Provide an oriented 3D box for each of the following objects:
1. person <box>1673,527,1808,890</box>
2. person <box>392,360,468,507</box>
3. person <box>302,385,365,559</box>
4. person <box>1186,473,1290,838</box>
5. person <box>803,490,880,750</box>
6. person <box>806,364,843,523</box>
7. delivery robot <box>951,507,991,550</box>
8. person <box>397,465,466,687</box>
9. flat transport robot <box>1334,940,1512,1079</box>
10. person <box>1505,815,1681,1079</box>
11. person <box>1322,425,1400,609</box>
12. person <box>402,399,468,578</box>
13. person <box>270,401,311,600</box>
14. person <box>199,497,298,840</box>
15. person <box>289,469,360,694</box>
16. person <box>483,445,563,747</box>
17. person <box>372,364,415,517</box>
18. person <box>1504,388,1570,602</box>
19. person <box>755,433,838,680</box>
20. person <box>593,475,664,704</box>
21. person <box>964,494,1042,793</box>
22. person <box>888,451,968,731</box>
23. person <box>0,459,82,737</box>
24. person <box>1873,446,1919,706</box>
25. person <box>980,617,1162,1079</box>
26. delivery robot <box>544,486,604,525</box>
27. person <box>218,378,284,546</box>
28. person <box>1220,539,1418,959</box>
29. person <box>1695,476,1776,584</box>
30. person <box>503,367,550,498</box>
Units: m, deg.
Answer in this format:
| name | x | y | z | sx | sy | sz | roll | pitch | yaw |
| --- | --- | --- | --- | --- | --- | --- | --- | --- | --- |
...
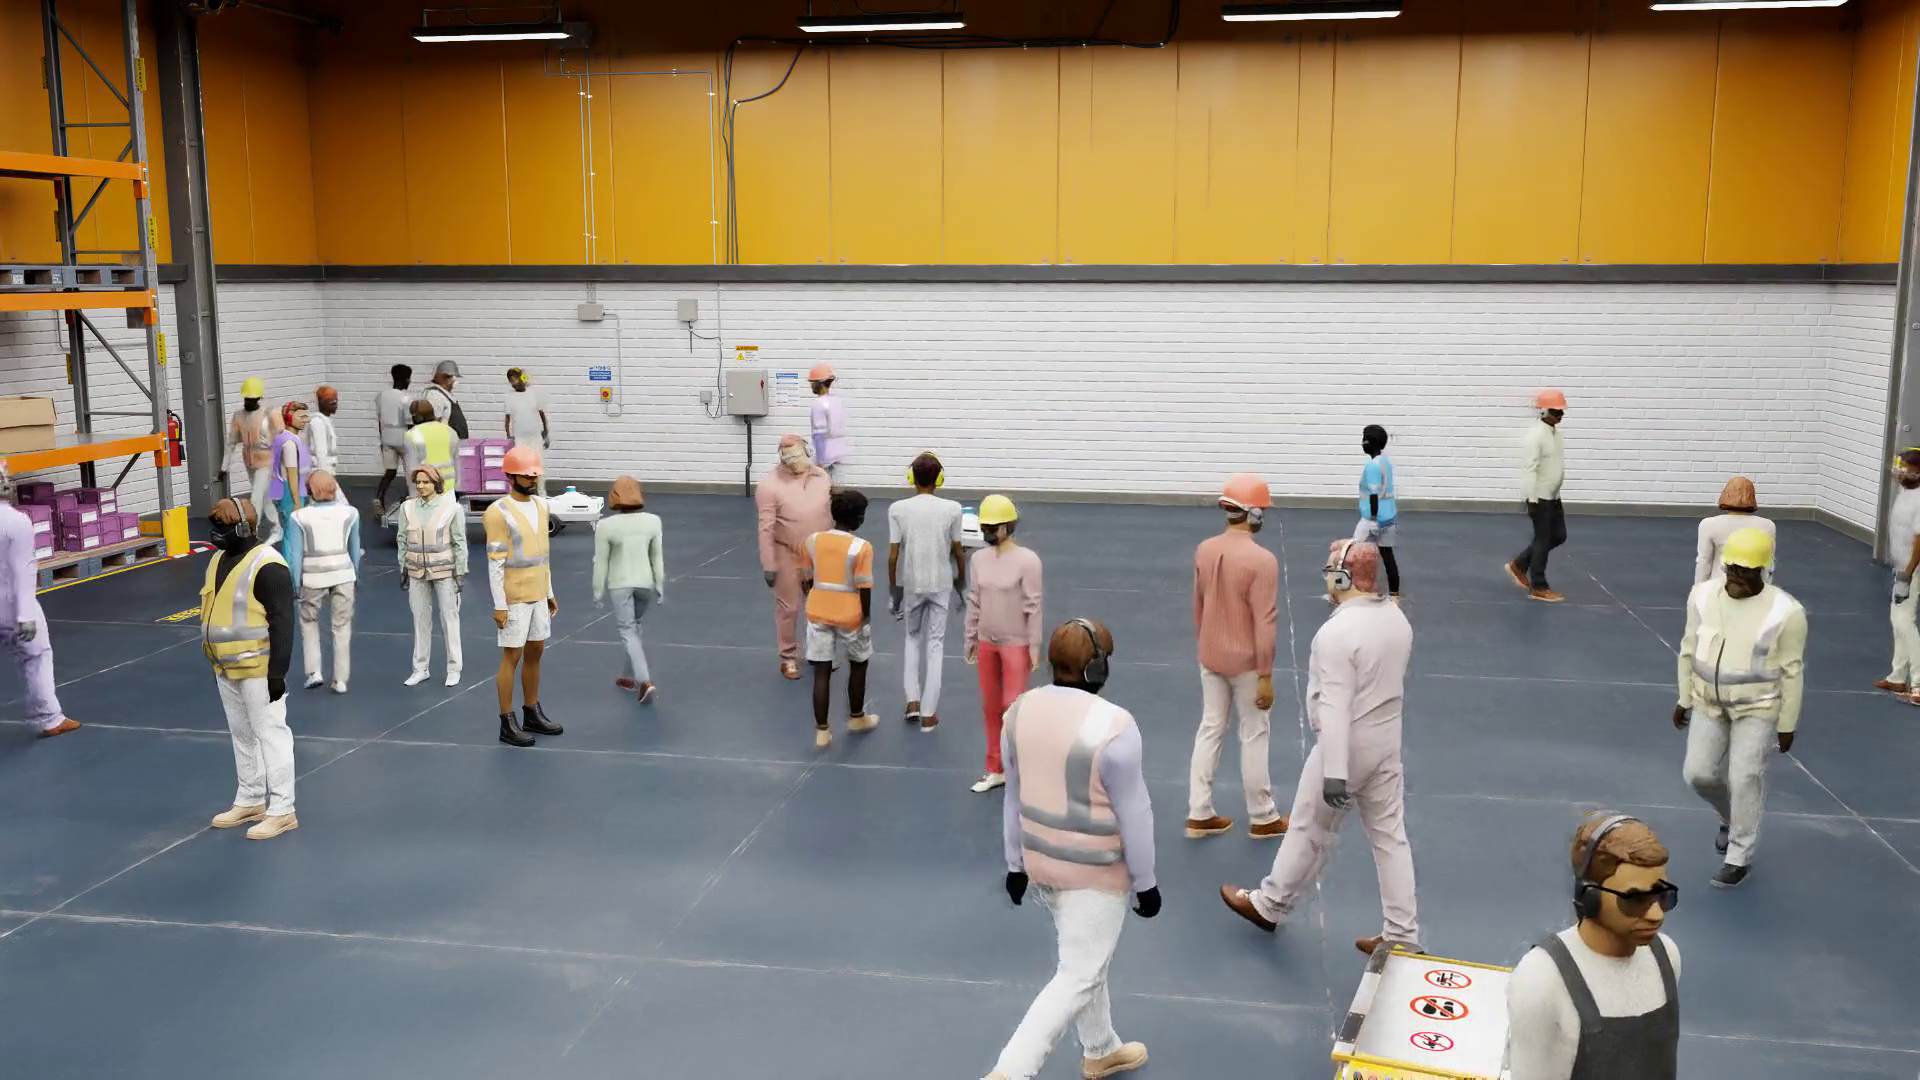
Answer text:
| name | x | y | z | sx | sy | sz | roll | pitch | yaw |
| --- | --- | --- | --- | --- | --- | --- | --- | --- | --- |
| person | 3.870 | 0.808 | 8.263 | 0.524 | 1.807 | 0.606 | -7 | 11 | -37 |
| person | -6.346 | -1.199 | 20.010 | 0.889 | 2.000 | 0.701 | -1 | 9 | -7 |
| person | -6.632 | -0.695 | 17.476 | 0.750 | 1.852 | 0.639 | -2 | 9 | -14 |
| person | 1.495 | 0.626 | 8.892 | 0.508 | 1.991 | 0.622 | -6 | 11 | -33 |
| person | -0.735 | 0.492 | 10.707 | 0.532 | 1.658 | 0.705 | 3 | 10 | 20 |
| person | -1.527 | -0.934 | 18.401 | 0.603 | 2.021 | 0.616 | 4 | 10 | 26 |
| delivery robot | 0.071 | -0.099 | 17.490 | 0.707 | 0.478 | 0.477 | 5 | 10 | 26 |
| person | -3.866 | 0.260 | 12.191 | 0.513 | 1.642 | 0.311 | 1 | 9 | 7 |
| flat transport robot | 1.808 | 1.894 | 6.292 | 0.652 | 0.197 | 1.431 | 4 | 10 | 22 |
| person | 1.457 | 1.516 | 3.804 | 0.515 | 1.829 | 0.399 | -4 | 10 | -21 |
| person | 3.635 | -0.201 | 14.960 | 0.765 | 1.663 | 0.558 | 5 | 10 | 29 |
| person | -5.227 | -0.509 | 16.550 | 0.994 | 1.795 | 0.648 | 8 | 12 | 41 |
| person | -6.210 | -0.368 | 15.467 | 0.390 | 1.841 | 0.564 | -4 | 10 | -24 |
| person | -3.837 | 0.683 | 8.951 | 0.634 | 1.841 | 0.429 | 7 | 11 | 36 |
| person | -4.566 | 0.304 | 11.973 | 0.504 | 1.623 | 0.414 | -6 | 11 | -31 |
| person | -2.792 | 0.348 | 10.729 | 0.369 | 1.935 | 0.552 | 4 | 10 | 25 |
| person | -6.943 | -1.217 | 20.507 | 0.629 | 1.915 | 0.849 | 3 | 10 | 16 |
| person | 5.370 | -0.423 | 15.392 | 0.518 | 1.975 | 0.635 | 8 | 12 | 41 |
| person | -1.219 | 0.124 | 12.342 | 0.670 | 1.867 | 0.483 | -7 | 11 | -36 |
| person | -2.327 | 0.343 | 11.802 | 0.507 | 1.605 | 0.795 | -6 | 11 | -35 |
| person | 0.270 | 0.598 | 9.717 | 0.552 | 1.753 | 0.421 | 8 | 12 | 40 |
| person | -0.203 | 0.330 | 11.117 | 0.518 | 1.847 | 0.580 | 1 | 9 | 5 |
| person | -6.111 | 0.418 | 10.530 | 0.656 | 1.867 | 0.969 | 2 | 9 | 14 |
| person | 6.714 | 0.231 | 11.811 | 0.330 | 1.833 | 0.660 | 3 | 10 | 17 |
| person | 0.371 | 1.181 | 5.968 | 0.886 | 1.816 | 0.619 | -7 | 11 | -36 |
| delivery robot | -4.485 | -0.377 | 19.214 | 0.707 | 0.478 | 0.477 | -1 | 9 | -4 |
| person | -7.654 | -0.819 | 18.148 | 0.677 | 1.884 | 0.796 | 4 | 10 | 24 |
| person | 1.672 | 0.914 | 7.437 | 0.679 | 1.856 | 0.971 | -9 | 13 | -43 |
| person | 5.341 | 0.375 | 11.500 | 0.500 | 1.633 | 0.286 | 3 | 10 | 16 |
| person | -5.507 | -1.311 | 21.371 | 0.683 | 1.828 | 0.431 | -4 | 10 | -25 |
